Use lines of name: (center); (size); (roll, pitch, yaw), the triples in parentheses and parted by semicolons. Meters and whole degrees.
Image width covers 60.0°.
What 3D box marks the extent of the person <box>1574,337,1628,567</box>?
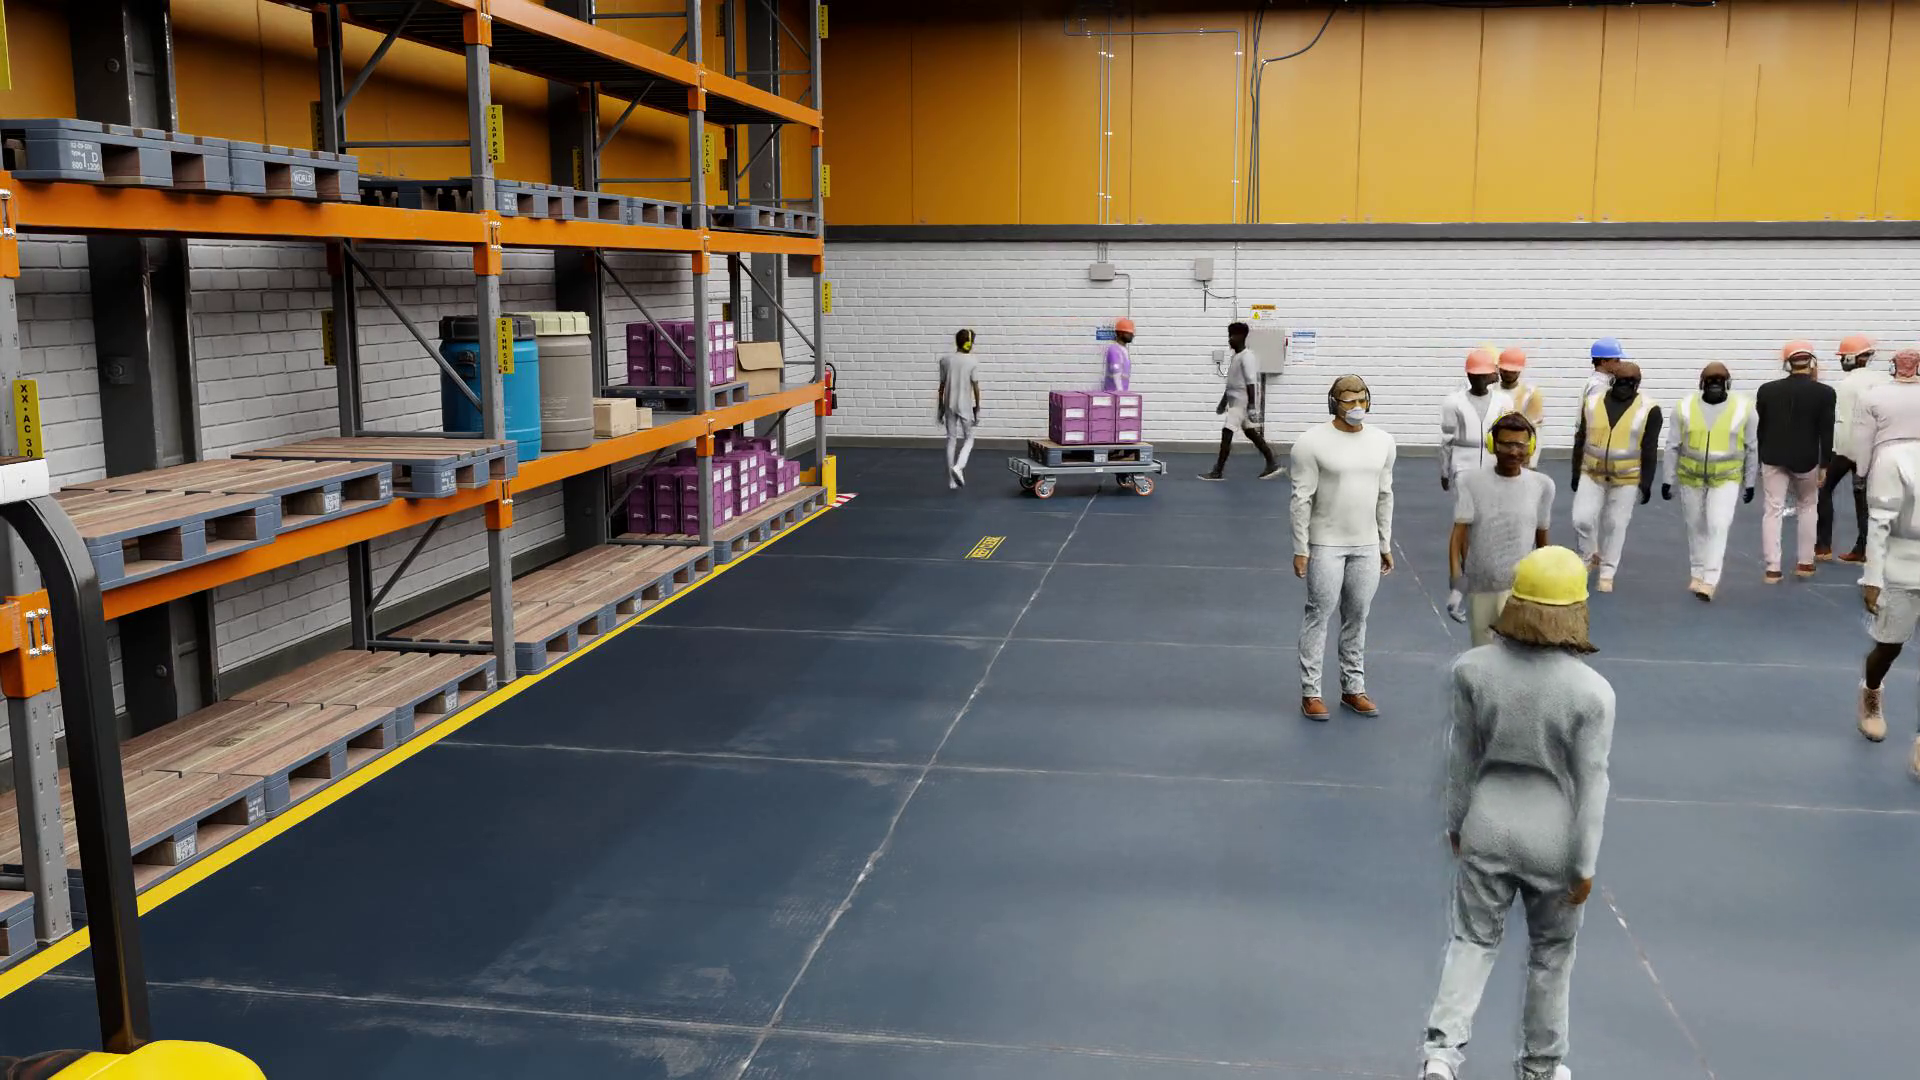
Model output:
person: (5.426, -0.748, 14.147); (0.388, 1.948, 0.605); (3, 10, 16)

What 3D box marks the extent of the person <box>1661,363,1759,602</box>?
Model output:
person: (5.697, -0.441, 12.705); (0.654, 1.798, 0.903); (6, 11, 34)

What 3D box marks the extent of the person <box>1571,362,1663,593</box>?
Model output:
person: (5.076, -0.476, 12.912); (0.659, 1.813, 0.436); (6, 11, 34)

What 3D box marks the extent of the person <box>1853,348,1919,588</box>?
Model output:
person: (7.371, -0.549, 13.060); (0.639, 1.904, 0.407); (3, 10, 19)

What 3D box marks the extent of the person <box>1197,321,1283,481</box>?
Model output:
person: (3.400, -1.650, 19.834); (1.025, 1.923, 0.612); (0, 9, 0)

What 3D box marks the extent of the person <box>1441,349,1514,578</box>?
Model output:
person: (4.152, -0.596, 13.423); (0.545, 1.895, 0.996); (1, 9, 4)

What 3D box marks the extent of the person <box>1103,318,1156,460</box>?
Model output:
person: (2.111, -1.851, 21.112); (0.886, 1.901, 0.571); (5, 10, 27)

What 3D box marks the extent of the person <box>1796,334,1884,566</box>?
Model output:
person: (7.567, -0.774, 14.239); (0.636, 1.963, 0.766); (-4, 10, -25)

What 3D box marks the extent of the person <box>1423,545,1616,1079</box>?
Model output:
person: (1.608, 0.874, 4.820); (0.488, 1.724, 0.688); (7, 12, 37)

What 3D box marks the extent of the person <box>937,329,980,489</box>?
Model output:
person: (-0.038, -1.490, 19.032); (0.550, 1.846, 0.464); (3, 10, 16)

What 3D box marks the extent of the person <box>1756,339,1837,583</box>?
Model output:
person: (6.753, -0.645, 13.497); (0.609, 1.948, 0.812); (6, 11, 33)

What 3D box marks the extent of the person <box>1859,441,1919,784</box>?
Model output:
person: (4.859, 0.160, 8.398); (0.622, 2.005, 0.990); (2, 9, 14)

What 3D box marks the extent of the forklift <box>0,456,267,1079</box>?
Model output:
forklift: (-2.328, 0.975, 2.765); (2.313, 2.155, 1.214); (1, 9, 9)

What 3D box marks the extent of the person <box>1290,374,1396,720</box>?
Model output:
person: (2.147, 0.038, 9.324); (0.636, 1.939, 0.364); (-3, 10, -16)

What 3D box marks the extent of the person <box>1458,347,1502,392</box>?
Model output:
person: (5.071, -0.970, 16.038); (0.614, 1.777, 0.942); (1, 9, 7)

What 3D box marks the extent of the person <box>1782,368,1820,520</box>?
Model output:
person: (8.454, -0.982, 16.618); (0.502, 1.603, 0.514); (-4, 10, -25)

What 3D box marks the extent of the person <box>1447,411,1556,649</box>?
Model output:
person: (2.731, 0.254, 8.418); (0.488, 1.803, 1.012); (3, 10, 18)

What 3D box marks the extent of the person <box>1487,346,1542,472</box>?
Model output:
person: (4.697, -0.731, 14.282); (0.593, 1.881, 1.014); (5, 11, 30)
